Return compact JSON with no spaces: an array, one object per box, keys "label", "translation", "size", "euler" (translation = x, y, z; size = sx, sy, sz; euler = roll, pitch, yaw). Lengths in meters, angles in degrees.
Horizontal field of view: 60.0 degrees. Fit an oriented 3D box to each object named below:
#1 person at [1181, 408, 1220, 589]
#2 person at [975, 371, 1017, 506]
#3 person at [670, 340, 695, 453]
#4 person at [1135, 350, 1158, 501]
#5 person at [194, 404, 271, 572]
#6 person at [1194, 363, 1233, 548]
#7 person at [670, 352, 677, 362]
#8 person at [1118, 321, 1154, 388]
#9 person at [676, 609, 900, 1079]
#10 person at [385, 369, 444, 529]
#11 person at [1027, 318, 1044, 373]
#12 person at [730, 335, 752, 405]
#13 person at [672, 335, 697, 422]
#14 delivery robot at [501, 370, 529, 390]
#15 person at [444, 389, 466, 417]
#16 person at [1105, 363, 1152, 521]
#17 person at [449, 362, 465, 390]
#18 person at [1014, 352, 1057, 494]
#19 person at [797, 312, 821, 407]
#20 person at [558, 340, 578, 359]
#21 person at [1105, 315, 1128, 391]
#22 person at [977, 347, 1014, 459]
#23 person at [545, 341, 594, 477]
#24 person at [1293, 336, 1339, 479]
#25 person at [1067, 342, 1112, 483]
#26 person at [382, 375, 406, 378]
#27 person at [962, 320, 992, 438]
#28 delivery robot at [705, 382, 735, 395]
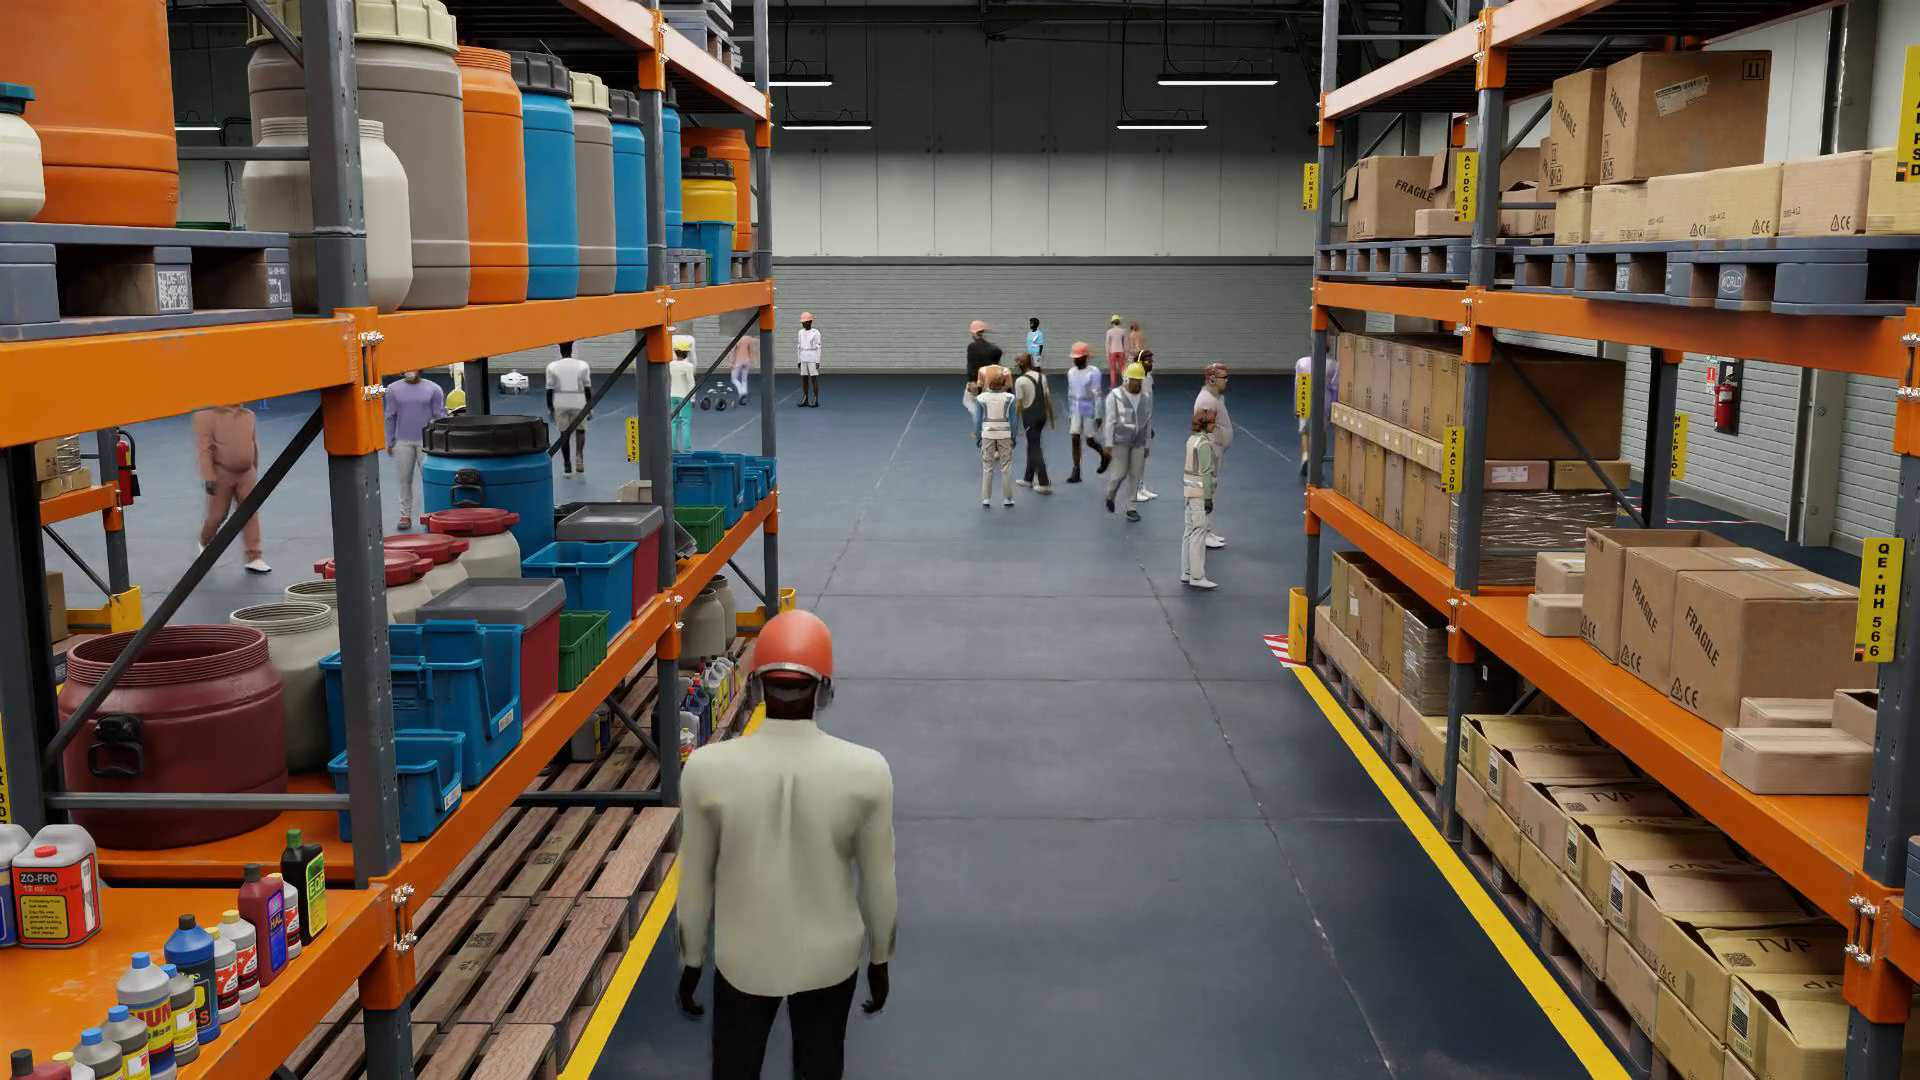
[{"label":"person","translation":[2.193,-0.390,15.187],"size":[0.311,1.636,0.521],"euler":[-1,10,-8]},{"label":"person","translation":[0.438,-1.227,20.191],"size":[0.514,1.641,0.315],"euler":[1,10,6]},{"label":"person","translation":[-4.262,-2.171,25.472],"size":[0.527,1.768,0.331],"euler":[6,11,32]},{"label":"person","translation":[2.285,-1.436,20.756],"size":[0.328,1.872,0.513],"euler":[5,11,28]},{"label":"person","translation":[-7.016,-0.641,15.945],"size":[0.820,1.883,0.644],"euler":[7,12,36]},{"label":"person","translation":[2.645,-0.889,17.376],"size":[0.403,1.906,0.652],"euler":[2,10,11]},{"label":"person","translation":[-4.717,-2.409,26.715],"size":[0.628,1.828,0.448],"euler":[9,13,43]},{"label":"person","translation":[4.140,-4.310,38.786],"size":[0.861,1.596,0.504],"euler":[8,13,41]},{"label":"person","translation":[-0.481,1.183,4.727],"size":[0.644,1.981,0.566],"euler":[-1,10,-8]},{"label":"person","translation":[-6.059,-1.095,18.510],"size":[0.635,1.937,0.352],"euler":[-2,10,-11]},{"label":"person","translation":[1.695,-4.221,37.960],"size":[0.319,1.696,0.532],"euler":[-7,12,-37]},{"label":"person","translation":[-4.542,-3.682,34.569],"size":[0.529,1.754,0.417],"euler":[-8,12,-39]},{"label":"person","translation":[-5.249,-3.194,31.130],"size":[0.656,1.920,0.650],"euler":[-1,10,-5]},{"label":"delivery robot","translation":[-10.045,-3.599,37.493],"size":[0.707,0.478,0.477],"euler":[9,13,43]},{"label":"person","translation":[-4.421,-0.424,14.807],"size":[0.404,1.833,0.587],"euler":[8,12,38]},{"label":"person","translation":[1.925,-1.134,19.122],"size":[0.595,1.812,0.507],"euler":[-4,10,-22]},{"label":"person","translation":[-9.779,-3.310,32.691],"size":[0.498,1.633,0.282],"euler":[-1,9,-4]},{"label":"person","translation":[0.889,-1.516,21.453],"size":[0.593,1.794,0.824],"euler":[-9,13,-43]},{"label":"person","translation":[-3.115,-3.693,34.074],"size":[0.552,1.935,0.373],"euler":[6,11,32]},{"label":"person","translation":[-8.577,-4.028,36.305],"size":[0.409,1.874,0.800],"euler":[-6,11,-31]},{"label":"person","translation":[3.634,-4.314,38.369],"size":[0.538,1.747,0.549],"euler":[-4,10,-22]},{"label":"person","translation":[0.535,-2.078,25.170],"size":[0.555,1.665,0.727],"euler":[0,9,3]},{"label":"person","translation":[-5.412,-1.861,23.051],"size":[0.643,1.948,0.420],"euler":[-2,10,-14]},{"label":"person","translation":[4.838,-1.813,22.562],"size":[0.626,2.023,0.590],"euler":[3,10,17]},{"label":"person","translation":[1.745,-1.745,22.533],"size":[0.566,1.905,0.756],"euler":[8,13,41]},{"label":"person","translation":[-14.624,-5.157,42.663],"size":[1.079,2.000,0.690],"euler":[4,10,23]},{"label":"person","translation":[0.299,-2.712,28.083],"size":[0.437,1.975,0.652],"euler":[8,13,41]},{"label":"delivery robot","translation":[-4.842,-3.069,33.542],"size":[0.335,0.223,0.698],"euler":[7,12,34]}]
